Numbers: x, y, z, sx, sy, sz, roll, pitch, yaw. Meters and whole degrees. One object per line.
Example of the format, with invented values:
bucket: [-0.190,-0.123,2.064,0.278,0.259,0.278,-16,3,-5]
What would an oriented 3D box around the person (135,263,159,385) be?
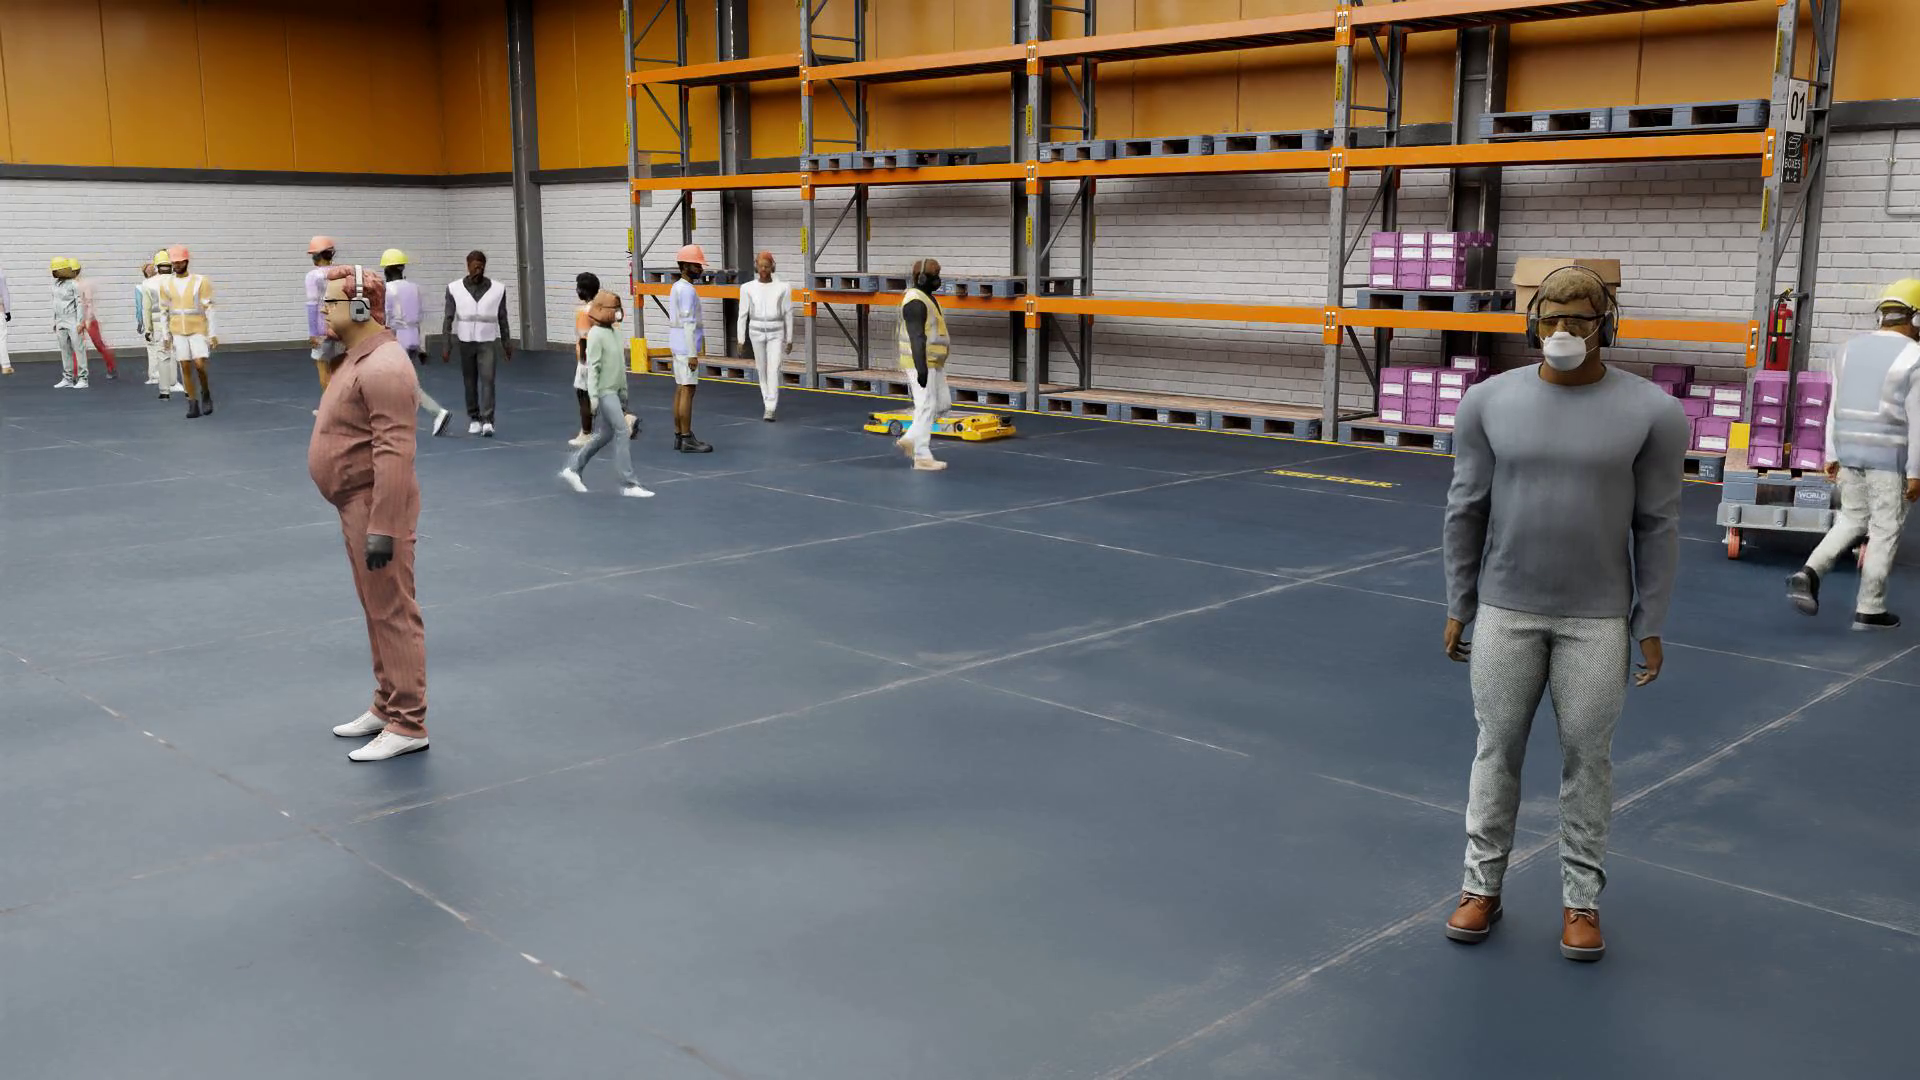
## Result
person: [-10.932,-2.933,22.620,0.309,1.645,0.515,9,13,39]

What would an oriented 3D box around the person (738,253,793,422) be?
person: [-2.137,-2.226,18.282,0.589,1.831,1.009,0,10,-1]

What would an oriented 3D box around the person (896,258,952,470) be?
person: [-0.296,-1.509,14.355,0.444,1.824,0.647,2,11,11]

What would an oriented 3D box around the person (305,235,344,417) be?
person: [-6.959,-2.353,18.439,0.617,2.026,0.608,4,11,21]

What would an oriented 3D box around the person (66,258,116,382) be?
person: [-12.151,-3.055,23.107,0.540,1.716,0.930,2,11,12]

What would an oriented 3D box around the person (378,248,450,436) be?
person: [-5.572,-1.982,16.758,0.878,1.900,0.592,3,11,16]

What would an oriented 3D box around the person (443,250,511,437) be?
person: [-4.862,-1.971,16.772,0.661,1.863,1.020,-4,11,-19]

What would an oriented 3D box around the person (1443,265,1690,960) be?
person: [1.672,0.209,4.686,0.631,1.939,0.369,5,11,24]

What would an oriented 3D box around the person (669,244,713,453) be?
person: [-2.528,-1.783,15.559,0.376,1.934,0.547,-4,11,-19]

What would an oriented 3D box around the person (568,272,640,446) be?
person: [-3.441,-1.720,15.895,0.611,1.678,0.539,3,11,18]

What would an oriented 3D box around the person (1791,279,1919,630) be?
person: [4.625,-0.416,8.452,0.583,1.804,0.621,-4,11,-20]

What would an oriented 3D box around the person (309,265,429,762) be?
person: [-2.301,-0.103,6.470,0.406,1.910,0.639,-5,12,-26]

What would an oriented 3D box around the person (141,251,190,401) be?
person: [-9.679,-2.614,20.371,0.600,1.829,0.404,-7,13,-34]

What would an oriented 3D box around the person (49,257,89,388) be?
person: [-11.843,-2.873,22.050,0.483,1.734,0.319,4,11,19]

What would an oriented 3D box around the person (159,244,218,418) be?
person: [-8.553,-2.302,18.412,0.583,1.923,0.396,-1,10,-5]

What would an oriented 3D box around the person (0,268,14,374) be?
person: [-14.213,-3.339,24.315,0.620,1.838,0.430,-3,11,-18]

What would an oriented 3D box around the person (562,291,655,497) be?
person: [-2.769,-1.136,12.919,0.792,1.601,0.508,2,11,12]

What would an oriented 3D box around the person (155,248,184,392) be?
person: [-10.180,-2.839,21.528,0.406,1.853,0.554,-3,11,-15]

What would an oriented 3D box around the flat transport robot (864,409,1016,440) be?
flat transport robot: [-0.212,-1.185,16.838,1.431,0.197,0.652,7,12,33]
